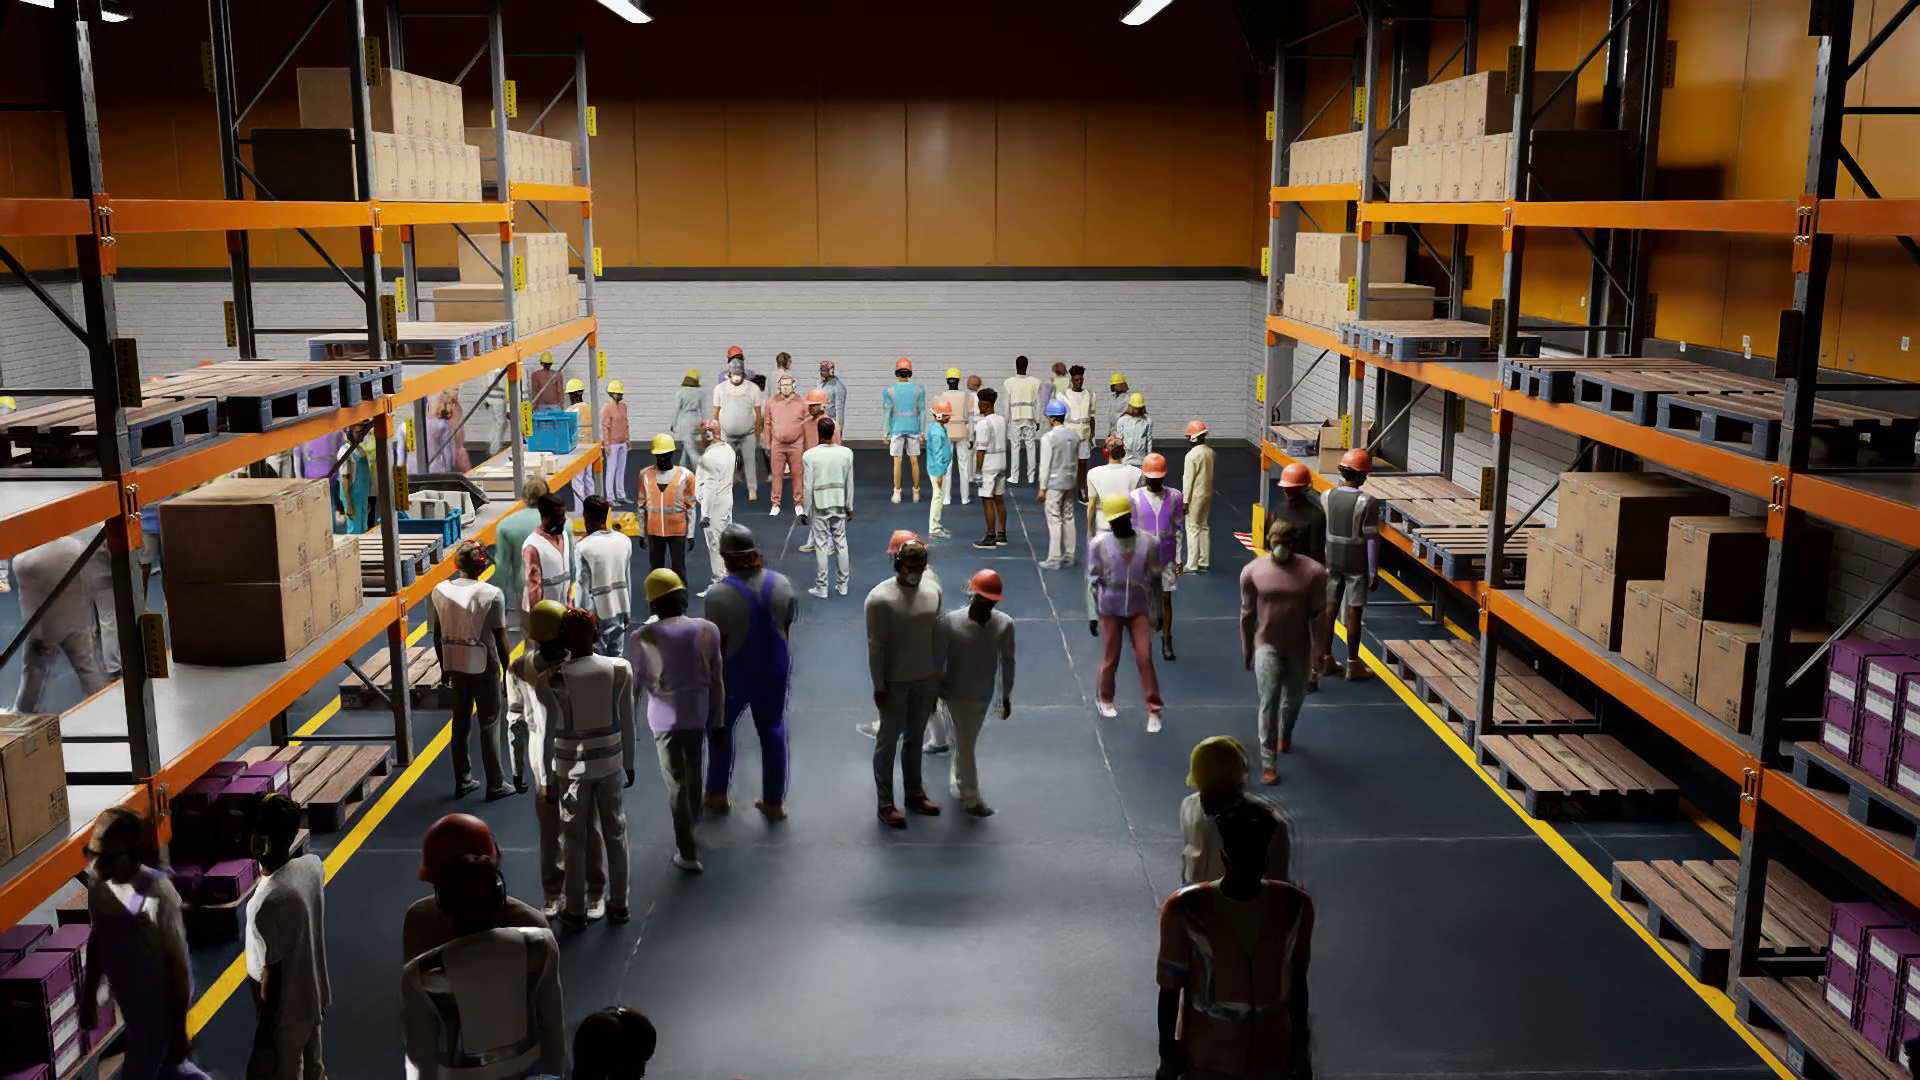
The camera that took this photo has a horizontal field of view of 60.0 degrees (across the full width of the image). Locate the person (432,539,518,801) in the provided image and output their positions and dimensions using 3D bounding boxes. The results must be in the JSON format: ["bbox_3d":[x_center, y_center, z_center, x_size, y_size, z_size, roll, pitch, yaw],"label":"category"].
[{"bbox_3d":[-3.383,0.910,11.563,0.571,1.840,0.373,4,12,18],"label":"person"}]

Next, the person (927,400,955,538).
[{"bbox_3d":[-0.241,-0.890,20.864,0.354,1.737,0.574,0,11,0],"label":"person"}]

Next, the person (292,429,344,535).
[{"bbox_3d":[-7.665,-0.792,19.926,0.602,1.911,0.447,-7,13,-31],"label":"person"}]

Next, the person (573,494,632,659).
[{"bbox_3d":[-2.779,0.592,13.007,0.398,1.909,0.600,6,13,27],"label":"person"}]

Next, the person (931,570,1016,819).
[{"bbox_3d":[0.088,1.026,11.330,0.579,1.699,0.845,-5,12,-22],"label":"person"}]

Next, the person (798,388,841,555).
[{"bbox_3d":[-1.670,-0.814,19.828,0.612,1.995,0.393,10,15,41],"label":"person"}]

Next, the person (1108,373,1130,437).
[{"bbox_3d":[2.315,-1.582,24.351,0.324,1.730,0.492,-7,13,-30],"label":"person"}]

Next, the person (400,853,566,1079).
[{"bbox_3d":[-1.684,2.009,5.949,0.572,1.886,0.355,-7,13,-32],"label":"person"}]

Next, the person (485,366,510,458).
[{"bbox_3d":[-7.597,-2.252,27.403,0.414,1.855,0.649,-10,15,-40],"label":"person"}]

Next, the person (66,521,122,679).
[{"bbox_3d":[-7.589,0.359,14.579,0.566,1.744,0.350,0,11,-1],"label":"person"}]

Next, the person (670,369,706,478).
[{"bbox_3d":[-4.071,-1.739,25.237,0.532,1.684,0.764,-10,15,-42],"label":"person"}]

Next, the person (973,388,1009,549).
[{"bbox_3d":[0.367,-0.877,20.248,0.376,1.958,0.610,7,13,31],"label":"person"}]

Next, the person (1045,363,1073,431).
[{"bbox_3d":[1.668,-2.143,27.528,0.561,1.592,0.668,-1,11,-5],"label":"person"}]

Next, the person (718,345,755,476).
[{"bbox_3d":[-3.416,-1.957,25.487,0.603,2.034,0.416,-7,13,-30],"label":"person"}]

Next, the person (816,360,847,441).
[{"bbox_3d":[-1.941,-1.703,24.540,0.401,1.900,0.643,-8,14,-36],"label":"person"}]

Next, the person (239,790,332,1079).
[{"bbox_3d":[-2.674,1.888,6.594,0.328,1.872,0.513,0,11,2],"label":"person"}]

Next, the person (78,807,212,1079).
[{"bbox_3d":[-3.267,1.880,6.828,0.634,1.797,0.777,7,13,31],"label":"person"}]

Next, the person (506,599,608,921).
[{"bbox_3d":[-2.308,1.267,9.610,0.591,1.914,0.398,-1,11,-4],"label":"person"}]

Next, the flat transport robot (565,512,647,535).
[{"bbox_3d":[-4.744,-0.212,21.151,1.431,0.197,0.652,0,11,-2],"label":"flat transport robot"}]

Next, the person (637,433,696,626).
[{"bbox_3d":[-2.892,-0.097,16.401,0.586,1.928,0.365,1,11,5],"label":"person"}]

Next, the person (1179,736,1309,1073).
[{"bbox_3d":[1.294,1.732,7.562,0.680,1.798,0.635,-10,15,-40],"label":"person"}]

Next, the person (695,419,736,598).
[{"bbox_3d":[-2.617,-0.340,17.681,0.408,1.907,0.638,2,12,11],"label":"person"}]

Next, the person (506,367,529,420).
[{"bbox_3d":[-7.107,-2.131,26.746,0.350,1.878,0.567,2,11,11],"label":"person"}]

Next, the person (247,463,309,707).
[{"bbox_3d":[-5.700,0.359,13.832,0.538,2.000,0.688,0,11,-1],"label":"person"}]

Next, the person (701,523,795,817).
[{"bbox_3d":[-1.486,0.855,11.347,0.703,2.000,0.793,-8,14,-34],"label":"person"}]

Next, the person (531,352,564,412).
[{"bbox_3d":[-6.836,-2.246,27.617,0.523,1.751,0.394,-4,12,-17],"label":"person"}]

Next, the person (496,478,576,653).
[{"bbox_3d":[-3.564,0.409,14.034,0.629,1.871,1.096,-1,11,-5],"label":"person"}]

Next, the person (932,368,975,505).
[{"bbox_3d":[-0.091,-1.433,23.135,0.586,1.916,0.391,-1,11,-4],"label":"person"}]

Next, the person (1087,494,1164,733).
[{"bbox_3d":[1.327,0.570,13.291,0.622,1.890,0.671,0,11,2],"label":"person"}]

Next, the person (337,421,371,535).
[{"bbox_3d":[-6.612,-0.421,18.234,0.329,1.844,0.515,0,11,0],"label":"person"}]

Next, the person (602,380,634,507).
[{"bbox_3d":[-4.748,-1.339,23.065,0.330,1.760,0.517,5,12,24],"label":"person"}]

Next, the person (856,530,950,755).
[{"bbox_3d":[-0.452,0.772,12.568,0.853,1.707,0.573,3,12,17],"label":"person"}]
